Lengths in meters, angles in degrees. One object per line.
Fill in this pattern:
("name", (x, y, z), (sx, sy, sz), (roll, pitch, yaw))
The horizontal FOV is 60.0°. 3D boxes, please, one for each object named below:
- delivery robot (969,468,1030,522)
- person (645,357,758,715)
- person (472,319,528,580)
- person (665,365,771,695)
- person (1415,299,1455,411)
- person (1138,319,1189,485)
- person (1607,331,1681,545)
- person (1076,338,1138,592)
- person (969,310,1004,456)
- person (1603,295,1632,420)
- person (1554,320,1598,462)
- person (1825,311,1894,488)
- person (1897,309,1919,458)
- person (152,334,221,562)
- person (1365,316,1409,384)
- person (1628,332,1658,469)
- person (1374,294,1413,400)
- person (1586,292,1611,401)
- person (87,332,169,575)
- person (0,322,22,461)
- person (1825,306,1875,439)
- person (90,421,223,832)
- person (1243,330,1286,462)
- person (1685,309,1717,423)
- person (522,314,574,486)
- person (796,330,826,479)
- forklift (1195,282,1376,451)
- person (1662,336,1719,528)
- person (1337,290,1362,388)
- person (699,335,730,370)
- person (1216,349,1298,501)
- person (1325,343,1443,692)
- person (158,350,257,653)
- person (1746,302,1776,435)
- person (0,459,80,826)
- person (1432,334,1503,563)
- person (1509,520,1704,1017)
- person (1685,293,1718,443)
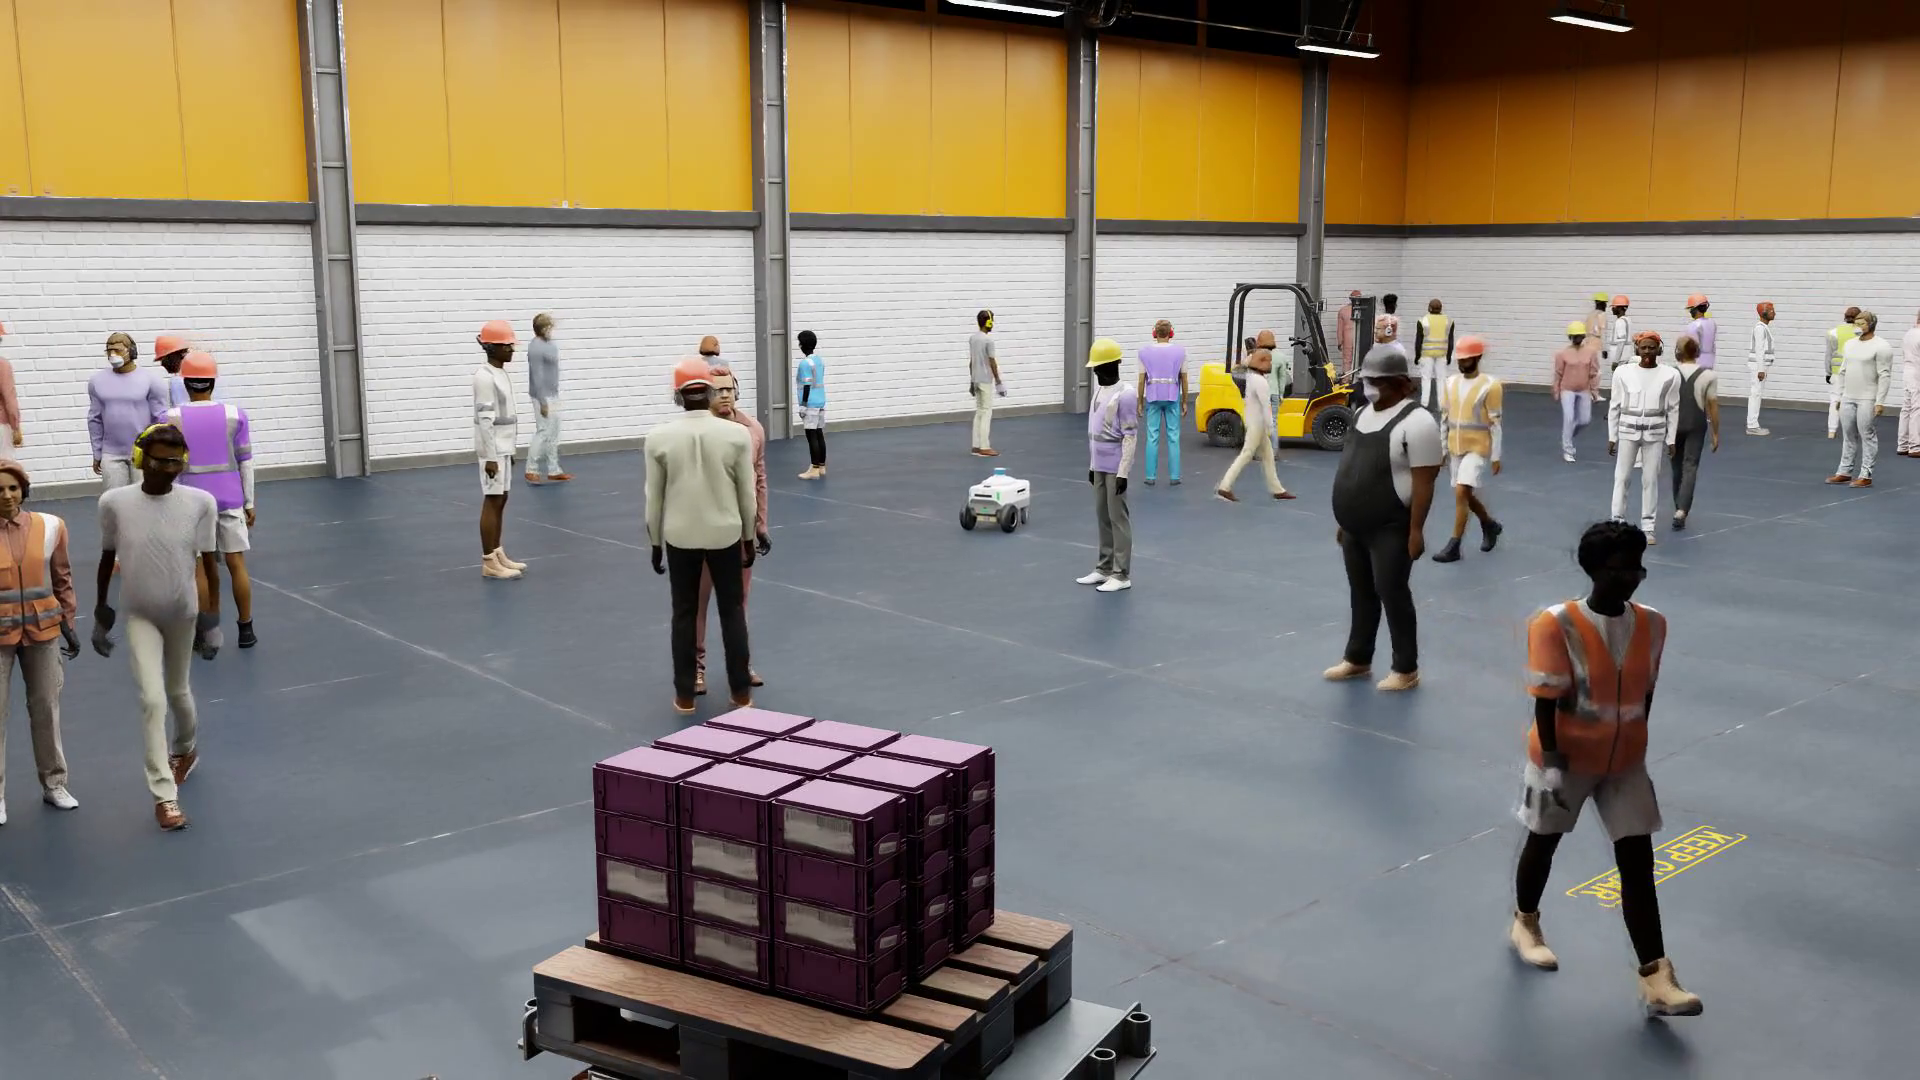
("delivery robot", (0.371, -0.427, 15.508), (0.477, 0.478, 0.707), (5, 11, 27))
("person", (-1.426, -0.022, 9.246), (0.611, 1.984, 0.413), (-1, 10, -8))
("person", (-3.617, -0.713, 13.108), (0.397, 2.043, 0.610), (0, 10, -2))
("person", (-1.396, -0.065, 9.707), (0.636, 1.911, 0.405), (-6, 11, -31))
("person", (7.751, -3.024, 27.233), (0.633, 1.839, 0.429), (0, 10, -2))
("person", (2.237, -1.512, 18.382), (0.564, 1.839, 0.390), (1, 10, 5))
("person", (6.006, -0.897, 14.653), (0.573, 1.883, 0.357), (4, 10, 21))
("person", (1.126, -0.567, 12.619), (0.378, 1.918, 0.585), (-4, 10, -21))
("person", (0.312, -1.985, 21.097), (0.352, 1.857, 0.539), (-6, 11, -31))
("person", (10.214, -2.830, 25.809), (0.377, 1.938, 0.547), (6, 11, 31))
("person", (7.611, -1.850, 20.626), (0.533, 1.747, 0.478), (0, 10, -2))
("person", (9.880, -1.537, 18.238), (0.376, 1.940, 0.627), (-3, 10, -17))
("person", (12.120, -1.987, 20.971), (0.409, 1.908, 0.638), (1, 10, 6))
("person", (-6.369, -0.748, 13.741), (0.509, 1.893, 0.584), (0, 10, 1))
("person", (4.472, -1.411, 17.589), (0.403, 1.910, 0.637), (-1, 10, -3))
("person", (8.165, -1.669, 19.933), (0.516, 1.630, 0.324), (-6, 11, -31))
("person", (6.964, -3.014, 26.929), (0.969, 1.914, 0.630), (-7, 12, -34))
("person", (11.115, -3.358, 28.960), (0.471, 1.914, 0.649), (-1, 10, -5))
("person", (-6.593, -0.679, 13.216), (0.628, 1.940, 0.373), (0, 10, -3))
("person", (-8.946, -1.080, 15.398), (0.622, 1.992, 0.395), (3, 10, 18))
("person", (12.340, -2.314, 23.076), (0.629, 1.842, 0.429), (8, 12, 37))
("person", (-3.679, 0.350, 7.626), (0.561, 1.814, 0.957), (-4, 11, -24))
("person", (3.749, -1.770, 20.524), (0.544, 1.625, 0.406), (-2, 10, -10))
("person", (11.324, -2.689, 25.570), (0.532, 1.745, 0.742), (-1, 10, -5))
("person", (-4.624, -1.553, 18.454), (0.473, 1.902, 0.708), (0, 10, -1))
("person", (-1.699, -1.537, 18.947), (0.318, 1.694, 0.539), (3, 10, 15))
("forklift", (4.328, -2.346, 22.227), (2.313, 2.155, 1.214), (3, 10, 16))
("person", (6.856, -1.023, 15.688), (0.542, 1.793, 1.005), (5, 11, 27))
("person", (7.338, -3.686, 30.912), (0.639, 1.909, 0.409), (3, 10, 18))
("person", (-2.882, -1.581, 19.401), (0.531, 1.614, 0.453), (2, 10, 13))
("person", (3.059, -1.177, 17.153), (0.864, 1.589, 0.518), (0, 10, -1))
("person", (2.438, -0.139, 9.753), (0.536, 2.000, 0.690), (-4, 11, -24))
("person", (-4.812, -0.244, 10.665), (0.542, 1.939, 0.362), (-6, 11, -30))
("person", (11.411, -2.440, 23.681), (0.355, 1.885, 0.576), (5, 11, 25))
("person", (-4.246, 0.448, 7.490), (0.313, 1.639, 0.517), (10, 14, 44))
("person", (4.310, -0.783, 13.950), (0.908, 1.900, 0.548), (-7, 12, -34))
("person", (2.168, 0.757, 5.630), (0.541, 1.651, 0.873), (-2, 10, -9))
("person", (9.948, -2.316, 22.516), (0.605, 2.036, 0.393), (-8, 12, -38))
